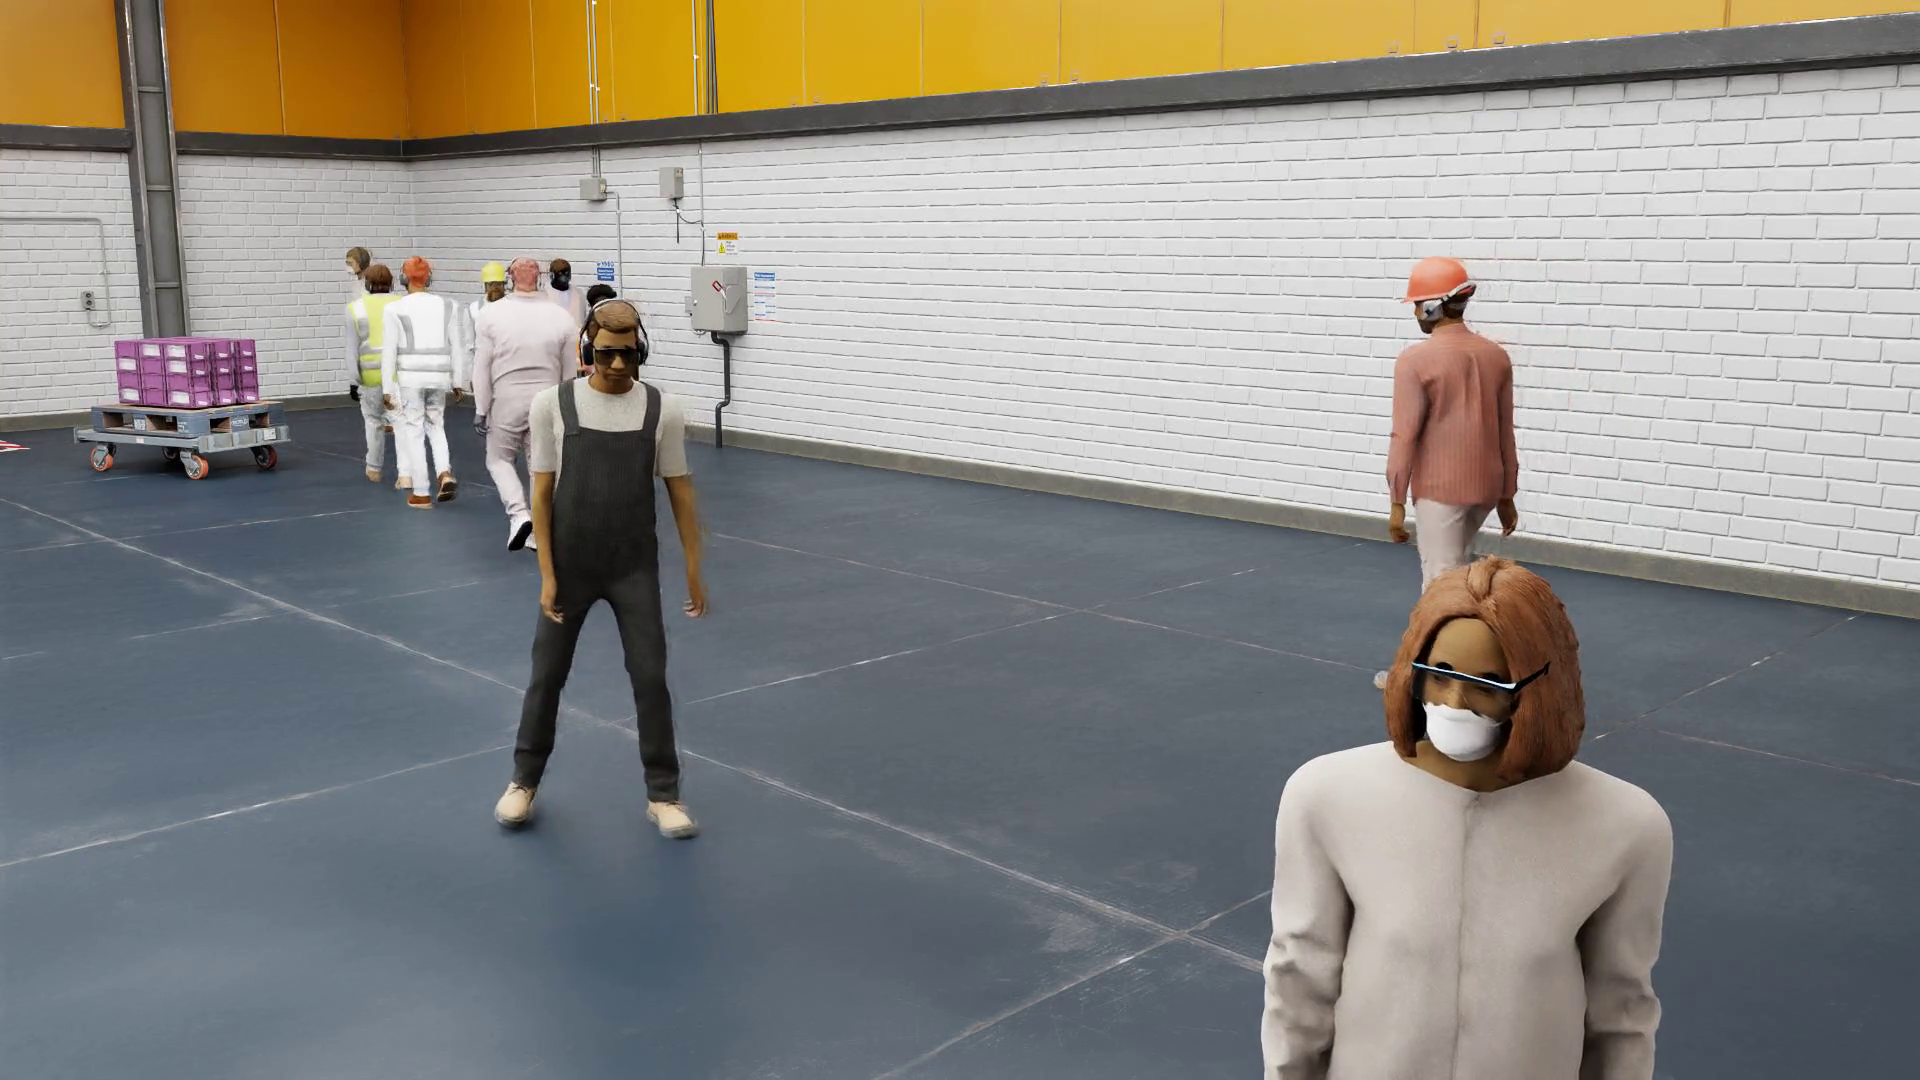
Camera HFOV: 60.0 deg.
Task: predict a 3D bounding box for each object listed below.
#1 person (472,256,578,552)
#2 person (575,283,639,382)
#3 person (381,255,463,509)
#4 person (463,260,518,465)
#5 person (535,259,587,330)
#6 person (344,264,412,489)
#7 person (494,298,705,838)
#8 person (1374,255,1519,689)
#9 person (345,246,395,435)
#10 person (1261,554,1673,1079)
[{"bbox_3d":[-2.758,-0.848,10.562,0.680,1.892,0.446,-6,12,-29],"label":"person"},{"bbox_3d":[-2.509,-1.010,12.029,0.545,1.674,0.558,-8,13,-36],"label":"person"},{"bbox_3d":[-4.002,-1.164,12.348,0.607,1.872,0.417,-8,13,-39],"label":"person"},{"bbox_3d":[-3.862,-1.437,13.983,0.597,1.818,0.645,-4,11,-22],"label":"person"},{"bbox_3d":[-3.964,-1.887,16.533,0.654,1.789,0.977,-8,13,-37],"label":"person"},{"bbox_3d":[-4.625,-1.318,13.423,0.650,1.789,0.979,-6,12,-29],"label":"person"},{"bbox_3d":[-1.244,0.101,5.609,0.752,1.820,0.531,-3,11,-16],"label":"person"},{"bbox_3d":[2.102,-0.197,6.905,0.660,1.949,0.936,-6,12,-29],"label":"person"},{"bbox_3d":[-5.909,-2.001,16.817,0.511,1.917,0.638,-9,14,-41],"label":"person"},{"bbox_3d":[0.643,0.820,2.183,0.499,1.632,0.285,2,11,11],"label":"person"}]
